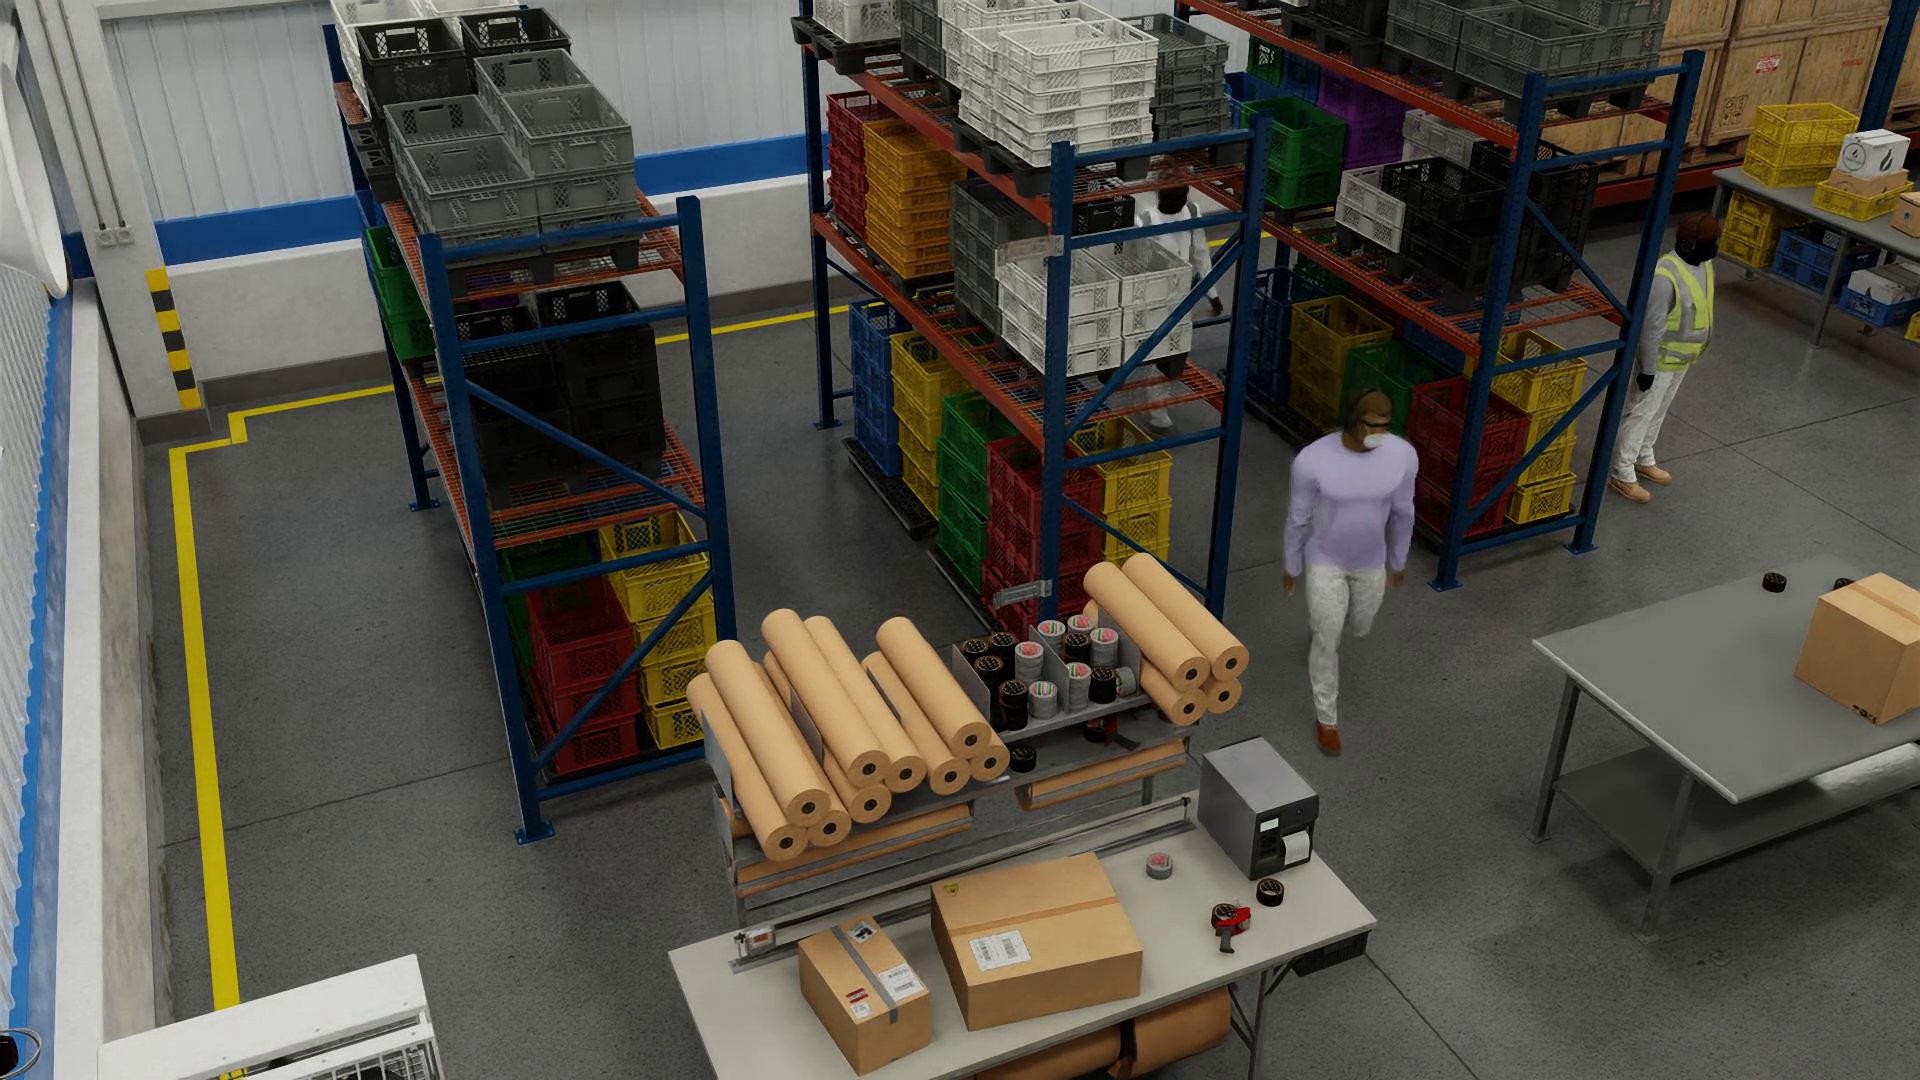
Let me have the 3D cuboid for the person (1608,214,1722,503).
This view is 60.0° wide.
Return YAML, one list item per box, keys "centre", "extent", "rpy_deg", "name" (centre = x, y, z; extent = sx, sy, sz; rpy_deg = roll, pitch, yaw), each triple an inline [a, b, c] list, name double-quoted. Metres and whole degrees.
- centre: [4.383, -1.136, 10.304]
  extent: [0.429, 1.842, 0.630]
  rpy_deg: [27, 41, 36]
  name: "person"

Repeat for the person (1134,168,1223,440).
- centre: [1.404, -1.555, 10.965]
  extent: [0.585, 1.859, 0.578]
  rpy_deg: [-25, 39, -34]
  name: "person"

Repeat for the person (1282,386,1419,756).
- centre: [1.910, 0.063, 8.296]
  extent: [0.640, 1.910, 0.853]
  rpy_deg: [-3, 32, -4]
  name: "person"
